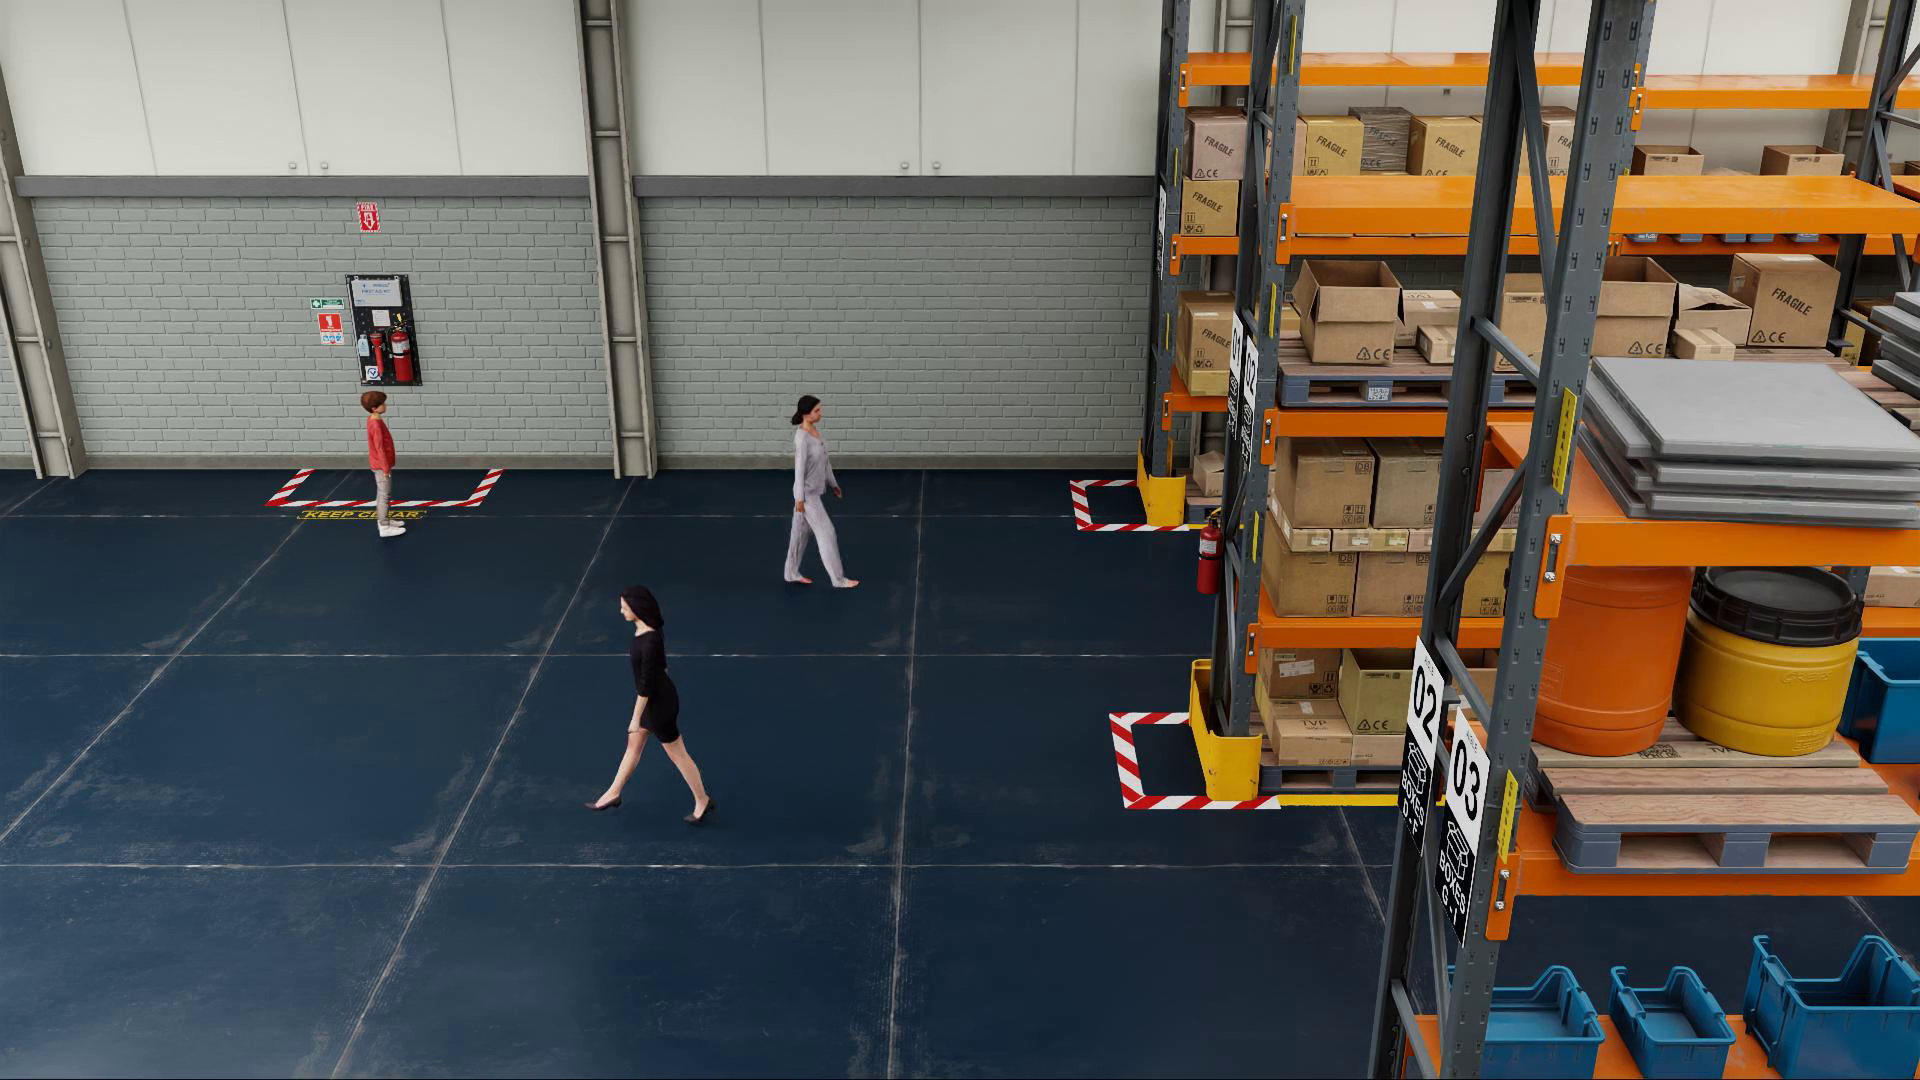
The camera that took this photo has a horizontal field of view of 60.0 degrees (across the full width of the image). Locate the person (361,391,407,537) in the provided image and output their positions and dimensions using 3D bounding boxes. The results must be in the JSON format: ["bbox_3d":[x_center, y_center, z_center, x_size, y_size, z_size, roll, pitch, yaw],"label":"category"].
[{"bbox_3d":[-5.461,-0.733,15.661,0.584,1.415,0.573,-11,25,-23],"label":"person"}]

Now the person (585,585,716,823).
[{"bbox_3d":[-1.873,1.121,10.857,1.127,1.762,0.736,-3,23,-7],"label":"person"}]

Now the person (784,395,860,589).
[{"bbox_3d":[-1.393,-0.410,14.477,0.969,1.747,0.701,4,23,8],"label":"person"}]
